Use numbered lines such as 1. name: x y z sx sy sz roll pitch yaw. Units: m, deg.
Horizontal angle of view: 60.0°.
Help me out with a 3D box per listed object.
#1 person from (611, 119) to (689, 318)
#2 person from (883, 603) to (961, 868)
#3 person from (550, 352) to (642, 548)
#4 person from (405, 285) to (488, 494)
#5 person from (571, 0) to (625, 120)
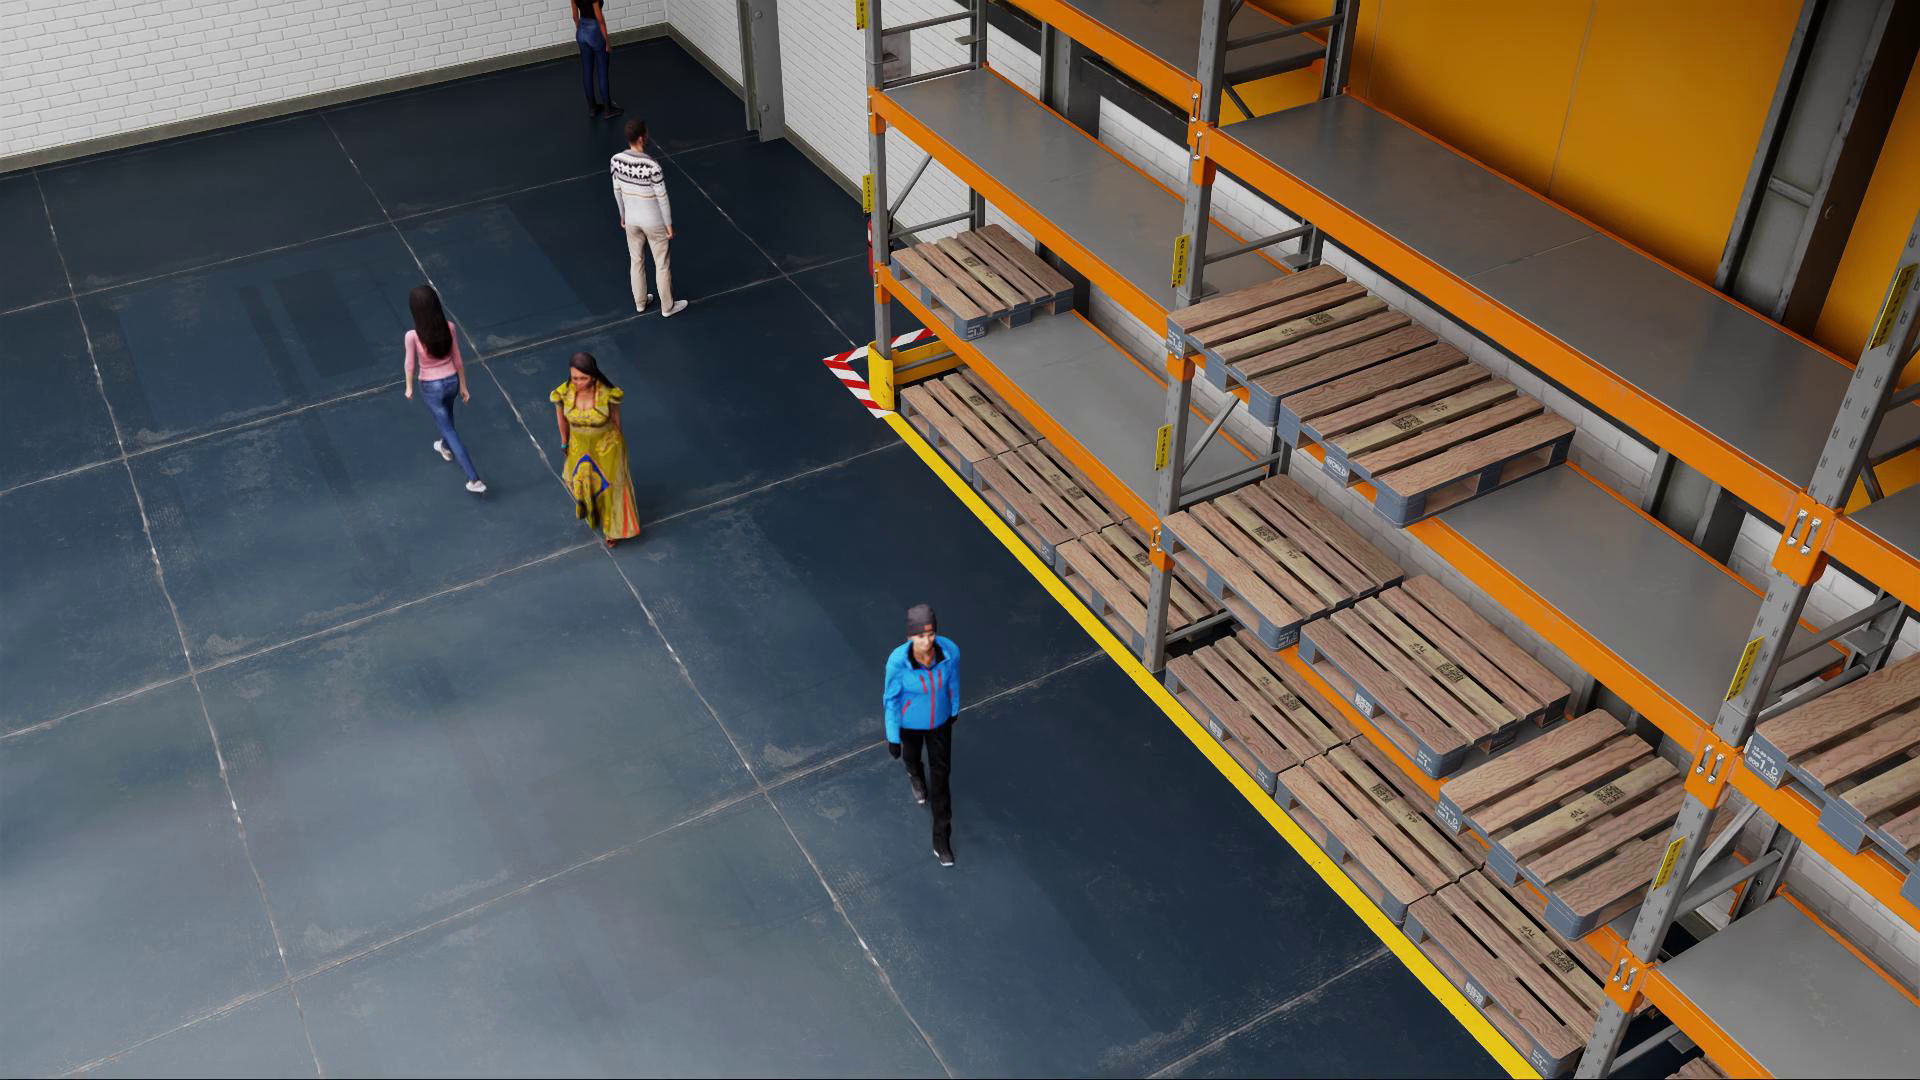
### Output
1. person: -2.833 -2.888 14.955 0.726 1.859 0.819 14 41 17
2. person: -0.251 1.044 10.121 0.883 1.749 1.225 -8 39 -9
3. person: -2.715 -0.741 12.438 0.918 1.646 1.029 -4 39 -5
4. person: -3.993 -1.127 12.878 0.759 1.701 1.179 -29 47 -31
5. person: -4.061 -5.514 18.340 0.613 1.740 0.701 18 42 21
